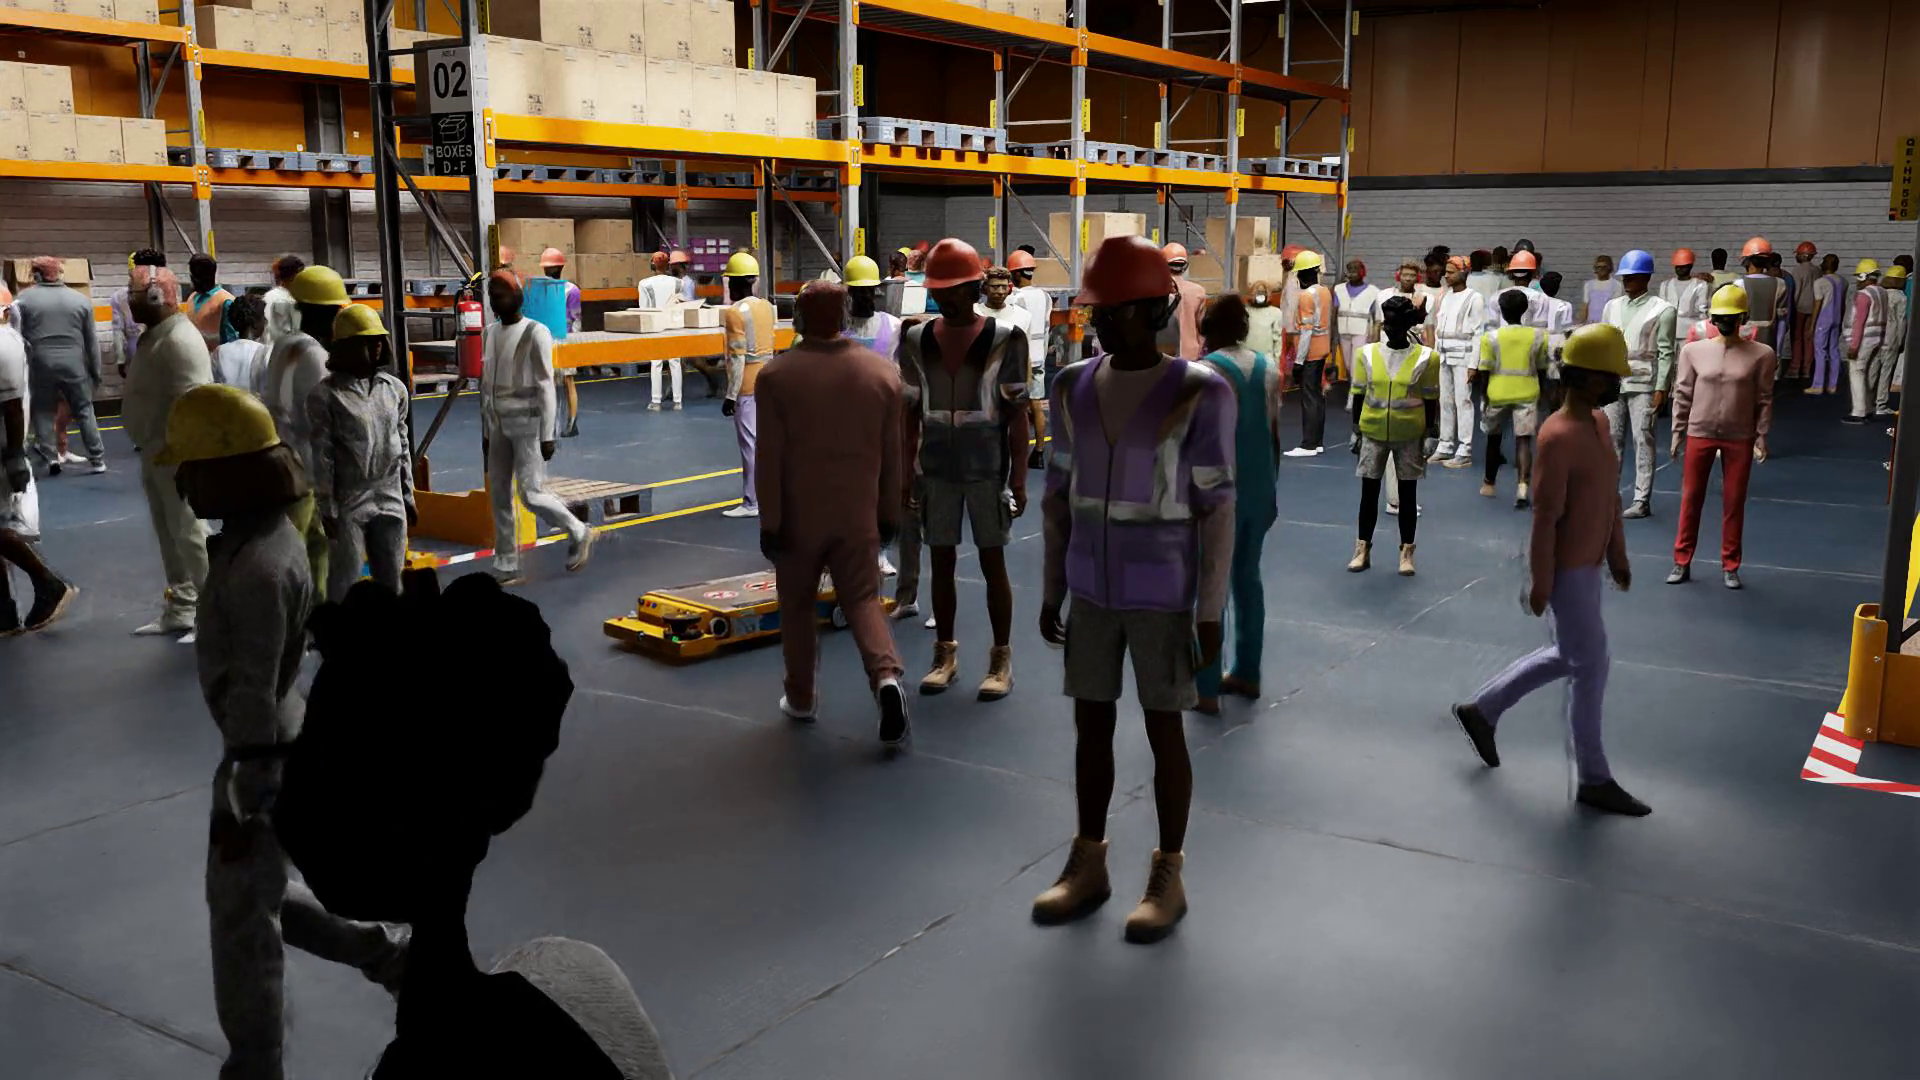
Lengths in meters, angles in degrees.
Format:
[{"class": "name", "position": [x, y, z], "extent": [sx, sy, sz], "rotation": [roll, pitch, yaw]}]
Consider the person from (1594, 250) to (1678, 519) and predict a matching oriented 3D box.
[{"class": "person", "position": [4.908, -1.135, 12.175], "extent": [0.388, 1.947, 0.610], "rotation": [-7, 12, -34]}]

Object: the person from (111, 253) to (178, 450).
[{"class": "person", "position": [-7.712, -1.776, 15.846], "extent": [0.602, 1.899, 0.746], "rotation": [-4, 11, -23]}]

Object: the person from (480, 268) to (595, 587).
[{"class": "person", "position": [-2.551, -0.656, 9.751], "extent": [0.588, 1.868, 0.663], "rotation": [8, 13, 36]}]

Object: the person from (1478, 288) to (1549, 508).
[{"class": "person", "position": [4.226, -1.090, 12.729], "extent": [0.528, 1.653, 0.825], "rotation": [2, 11, 13]}]

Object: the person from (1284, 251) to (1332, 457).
[{"class": "person", "position": [3.257, -1.733, 15.564], "extent": [0.377, 1.922, 0.585], "rotation": [6, 12, 30]}]

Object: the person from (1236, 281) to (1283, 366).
[{"class": "person", "position": [3.045, -1.849, 17.102], "extent": [0.501, 1.603, 0.769], "rotation": [3, 11, 16]}]

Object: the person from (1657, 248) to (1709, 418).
[{"class": "person", "position": [8.126, -2.323, 18.794], "extent": [0.552, 1.932, 0.377], "rotation": [9, 14, 41]}]

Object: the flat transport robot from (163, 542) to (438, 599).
[{"class": "flat transport robot", "position": [-3.792, 0.159, 9.654], "extent": [0.652, 0.197, 1.431], "rotation": [5, 11, 25]}]

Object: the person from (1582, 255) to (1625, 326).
[{"class": "person", "position": [8.015, -2.633, 20.784], "extent": [0.510, 1.838, 0.342], "rotation": [9, 13, 39]}]

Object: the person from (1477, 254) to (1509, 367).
[{"class": "person", "position": [8.351, -3.504, 25.719], "extent": [0.487, 1.815, 0.988], "rotation": [-3, 11, -18]}]

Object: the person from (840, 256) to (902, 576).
[{"class": "person", "position": [-0.589, -0.731, 9.990], "extent": [0.584, 1.928, 0.372], "rotation": [-4, 11, -19]}]

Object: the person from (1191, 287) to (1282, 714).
[{"class": "person", "position": [1.159, -0.168, 7.189], "extent": [0.587, 1.824, 0.411], "rotation": [-6, 12, -29]}]

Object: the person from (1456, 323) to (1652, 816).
[{"class": "person", "position": [2.188, 0.077, 6.036], "extent": [0.729, 1.735, 0.519], "rotation": [8, 13, 37]}]

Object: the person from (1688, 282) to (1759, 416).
[{"class": "person", "position": [6.053, -1.200, 13.257], "extent": [0.540, 1.689, 0.320], "rotation": [4, 11, 23]}]

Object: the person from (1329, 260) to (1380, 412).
[{"class": "person", "position": [4.759, -2.461, 19.961], "extent": [0.554, 1.804, 0.925], "rotation": [7, 12, 35]}]

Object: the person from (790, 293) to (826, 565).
[{"class": "person", "position": [-0.918, -0.707, 10.343], "extent": [0.343, 1.760, 0.534], "rotation": [-2, 10, -10]}]

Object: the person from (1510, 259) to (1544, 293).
[{"class": "person", "position": [6.921, -2.528, 20.236], "extent": [0.507, 1.828, 0.631], "rotation": [5, 11, 24]}]

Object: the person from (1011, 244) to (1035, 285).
[{"class": "person", "position": [0.950, -3.462, 25.048], "extent": [0.373, 1.957, 0.606], "rotation": [-2, 10, -12]}]

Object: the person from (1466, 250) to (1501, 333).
[{"class": "person", "position": [6.701, -2.800, 21.543], "extent": [0.602, 1.893, 0.718], "rotation": [0, 10, 1]}]

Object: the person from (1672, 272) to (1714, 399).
[{"class": "person", "position": [9.403, -2.567, 21.016], "extent": [0.653, 1.605, 0.563], "rotation": [0, 10, 2]}]

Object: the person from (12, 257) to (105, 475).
[{"class": "person", "position": [-7.746, -1.480, 14.292], "extent": [0.671, 1.878, 0.431], "rotation": [-8, 13, -39]}]

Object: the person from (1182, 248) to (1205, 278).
[{"class": "person", "position": [3.652, -3.521, 25.541], "extent": [0.395, 1.902, 0.667], "rotation": [-4, 11, -23]}]

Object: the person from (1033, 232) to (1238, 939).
[{"class": "person", "position": [0.482, 0.145, 4.825], "extent": [0.615, 2.040, 0.389], "rotation": [7, 12, 34]}]

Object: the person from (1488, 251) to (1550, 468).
[{"class": "person", "position": [4.986, -1.609, 14.859], "extent": [0.543, 1.928, 0.386], "rotation": [9, 14, 41]}]

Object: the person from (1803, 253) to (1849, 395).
[{"class": "person", "position": [11.369, -2.825, 21.828], "extent": [0.505, 1.846, 0.347], "rotation": [-3, 11, -15]}]

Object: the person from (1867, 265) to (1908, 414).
[{"class": "person", "position": [10.811, -2.324, 19.371], "extent": [0.325, 1.731, 0.488], "rotation": [-3, 11, -18]}]

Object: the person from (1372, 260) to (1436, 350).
[{"class": "person", "position": [4.234, -1.764, 15.967], "extent": [0.626, 1.834, 0.494], "rotation": [5, 11, 24]}]

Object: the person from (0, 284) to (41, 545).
[{"class": "person", "position": [-6.343, -0.832, 11.028], "extent": [0.321, 1.754, 0.559], "rotation": [-7, 13, -35]}]

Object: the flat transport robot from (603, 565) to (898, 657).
[{"class": "flat transport robot", "position": [-1.062, 0.343, 8.634], "extent": [1.431, 0.197, 0.652], "rotation": [-10, 14, -44]}]

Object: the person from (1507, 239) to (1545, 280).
[{"class": "person", "position": [7.503, -3.022, 22.376], "extent": [0.684, 2.000, 0.538], "rotation": [-9, 14, -42]}]

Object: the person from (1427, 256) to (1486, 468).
[{"class": "person", "position": [4.427, -1.586, 14.861], "extent": [0.341, 1.879, 0.586], "rotation": [-4, 11, -20]}]

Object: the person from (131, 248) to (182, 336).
[{"class": "person", "position": [-6.731, -1.479, 14.074], "extent": [0.381, 1.958, 0.598], "rotation": [-7, 13, -35]}]

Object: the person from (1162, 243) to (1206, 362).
[{"class": "person", "position": [1.892, -1.629, 14.777], "extent": [0.610, 1.996, 0.384], "rotation": [-4, 11, -22]}]

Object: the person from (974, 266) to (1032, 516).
[{"class": "person", "position": [0.250, -1.083, 12.209], "extent": [0.560, 1.836, 0.394], "rotation": [-1, 10, -8]}]

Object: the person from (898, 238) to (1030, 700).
[{"class": "person", "position": [0.001, -0.305, 7.360], "extent": [0.613, 2.029, 0.409], "rotation": [3, 11, 18]}]
